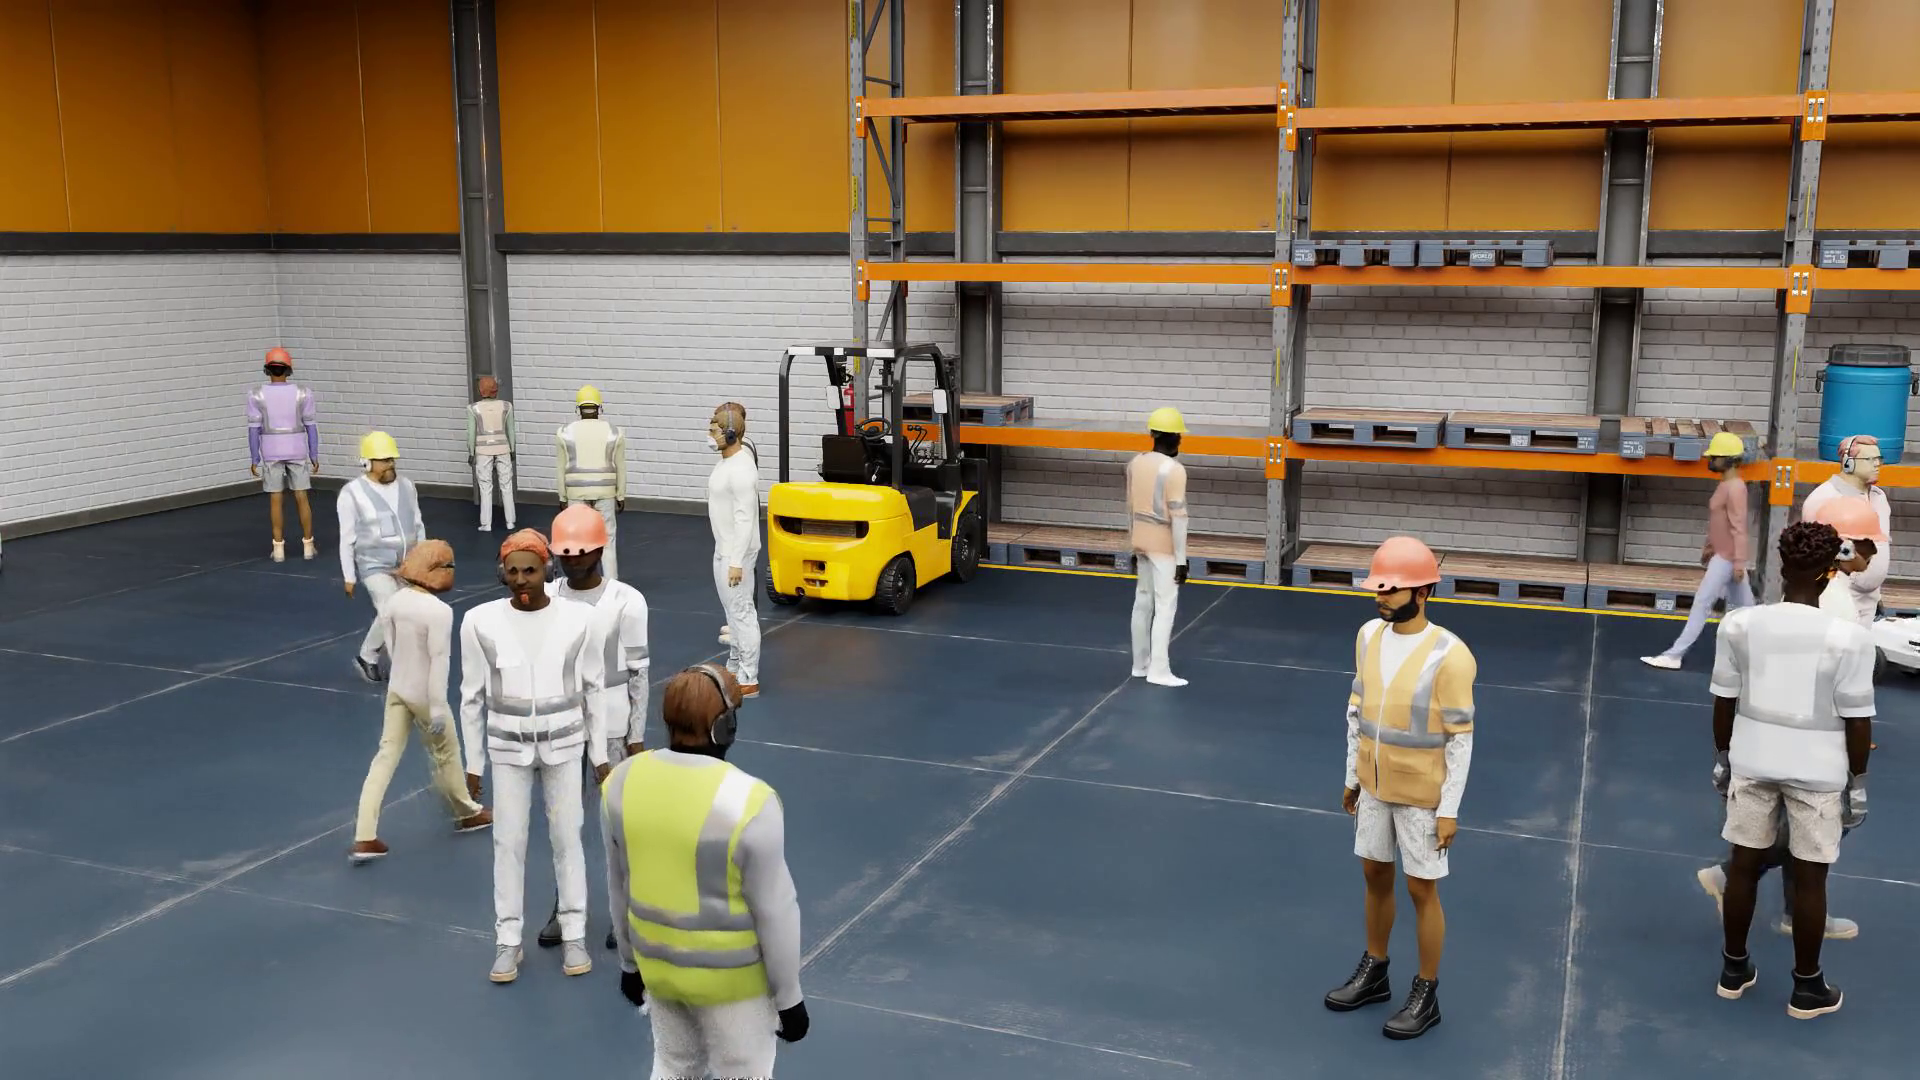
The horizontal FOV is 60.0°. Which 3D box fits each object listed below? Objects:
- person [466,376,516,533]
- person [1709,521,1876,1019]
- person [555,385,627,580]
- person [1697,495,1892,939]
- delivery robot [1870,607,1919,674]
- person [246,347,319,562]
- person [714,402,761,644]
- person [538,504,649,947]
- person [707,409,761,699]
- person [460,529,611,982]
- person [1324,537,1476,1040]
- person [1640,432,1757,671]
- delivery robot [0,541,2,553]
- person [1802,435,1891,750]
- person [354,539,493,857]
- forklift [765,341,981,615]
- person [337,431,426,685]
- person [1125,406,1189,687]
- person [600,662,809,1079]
[{"bbox_3d":[-4.899,-0.895,17.420,0.512,1.642,0.311,-5,12,-28],"label":"person"},{"bbox_3d":[3.264,0.895,6.550,0.367,1.963,0.602,-10,14,-43],"label":"person"},{"bbox_3d":[-3.143,-0.405,14.201,0.586,1.824,0.404,-3,11,-15],"label":"person"},{"bbox_3d":[3.597,0.779,7.149,0.609,1.976,0.627,2,10,10],"label":"person"},{"bbox_3d":[6.536,0.702,11.289,0.477,0.478,0.707,-4,11,-20],"label":"delivery robot"},{"bbox_3d":[-6.450,-0.817,15.867,0.615,2.040,0.391,-5,11,-26],"label":"person"},{"bbox_3d":[-1.684,-0.129,12.600,0.346,1.840,0.505,0,10,-2],"label":"person"},{"bbox_3d":[-1.607,0.801,7.155,0.545,1.936,0.362,1,10,5],"label":"person"},{"bbox_3d":[-1.515,0.096,11.071,0.372,1.940,0.632,-3,11,-18],"label":"person"},{"bbox_3d":[-1.737,0.882,6.855,0.606,1.882,0.339,-2,10,-12],"label":"person"},{"bbox_3d":[1.672,0.941,6.368,0.372,1.935,0.551,-7,12,-33],"label":"person"},{"bbox_3d":[5.370,0.099,11.677,0.931,1.717,0.550,4,11,19],"label":"person"},{"bbox_3d":[-9.128,-0.033,15.381,0.477,0.478,0.707,-8,13,-39],"label":"delivery robot"},{"bbox_3d":[5.260,0.328,9.856,0.642,1.913,0.408,-6,12,-29],"label":"person"},{"bbox_3d":[-2.706,0.775,8.291,0.596,1.571,0.872,8,13,38],"label":"person"},{"bbox_3d":[-0.739,-0.602,14.246,1.214,2.155,2.313,4,11,21],"label":"forklift"},{"bbox_3d":[-3.880,0.149,11.178,0.889,1.796,0.598,7,12,33],"label":"person"},{"bbox_3d":[1.377,0.037,11.434,0.382,1.924,0.594,-6,12,-31],"label":"person"},{"bbox_3d":[-0.734,1.259,4.884,0.644,1.840,0.453,6,12,32],"label":"person"}]
